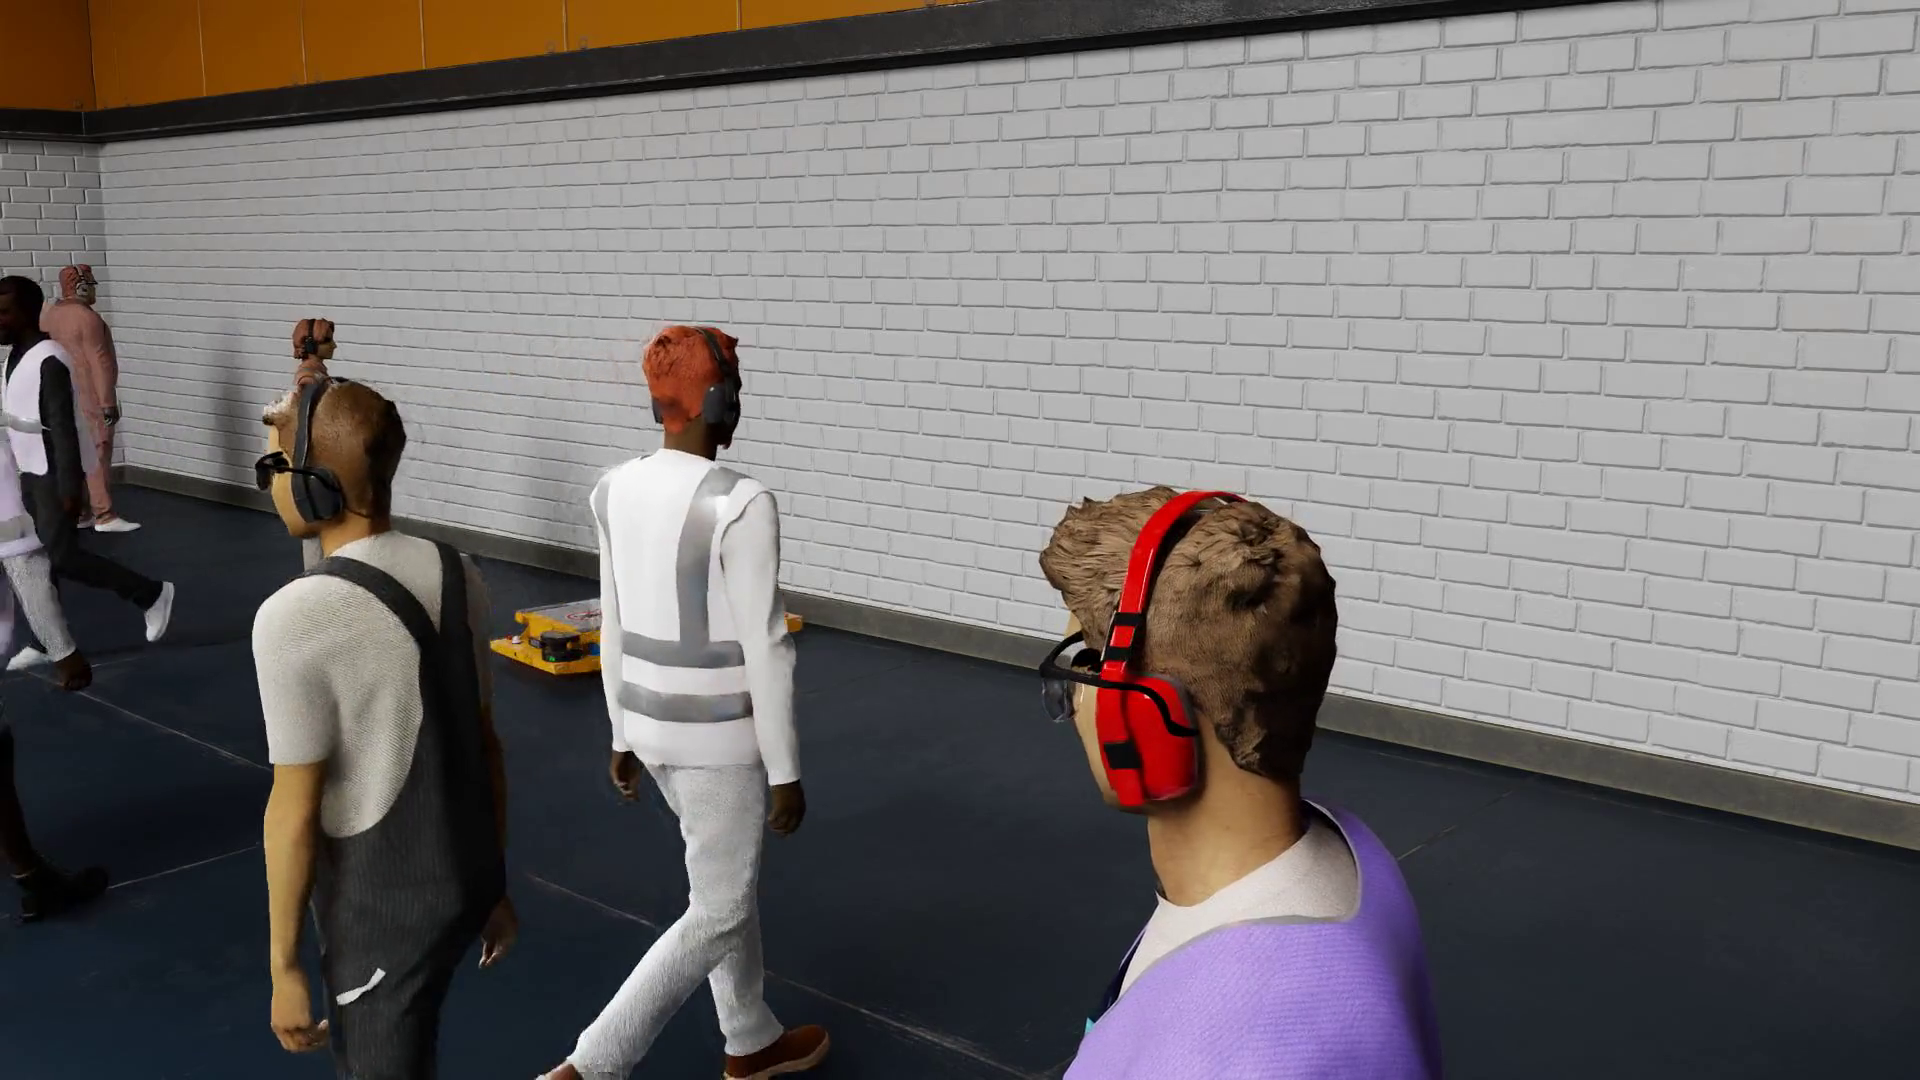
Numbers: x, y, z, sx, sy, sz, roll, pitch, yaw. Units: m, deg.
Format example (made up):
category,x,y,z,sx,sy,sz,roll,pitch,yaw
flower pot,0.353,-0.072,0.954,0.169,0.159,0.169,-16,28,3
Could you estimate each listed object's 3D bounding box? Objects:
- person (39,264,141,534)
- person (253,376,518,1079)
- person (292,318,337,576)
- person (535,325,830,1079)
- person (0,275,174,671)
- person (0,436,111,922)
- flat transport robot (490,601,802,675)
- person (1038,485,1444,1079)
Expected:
category,x,y,z,sx,sy,sz,roll,pitch,yaw
person,-6.207,-1.000,11.855,0.639,1.909,0.407,6,12,30
person,-0.879,0.632,2.826,0.780,1.821,0.520,3,10,18
person,-3.561,-0.412,9.265,0.306,1.639,0.523,-3,10,-17
person,-0.630,0.451,3.722,0.580,1.860,0.845,10,14,44
person,-4.321,-0.327,8.063,0.715,1.899,0.598,-9,14,-43
person,-2.823,0.287,4.604,0.559,1.894,1.002,4,11,20
flat transport robot,-1.566,0.422,8.415,1.431,0.197,0.652,-9,13,-41
person,0.237,0.871,1.382,0.373,1.840,0.572,3,10,16
